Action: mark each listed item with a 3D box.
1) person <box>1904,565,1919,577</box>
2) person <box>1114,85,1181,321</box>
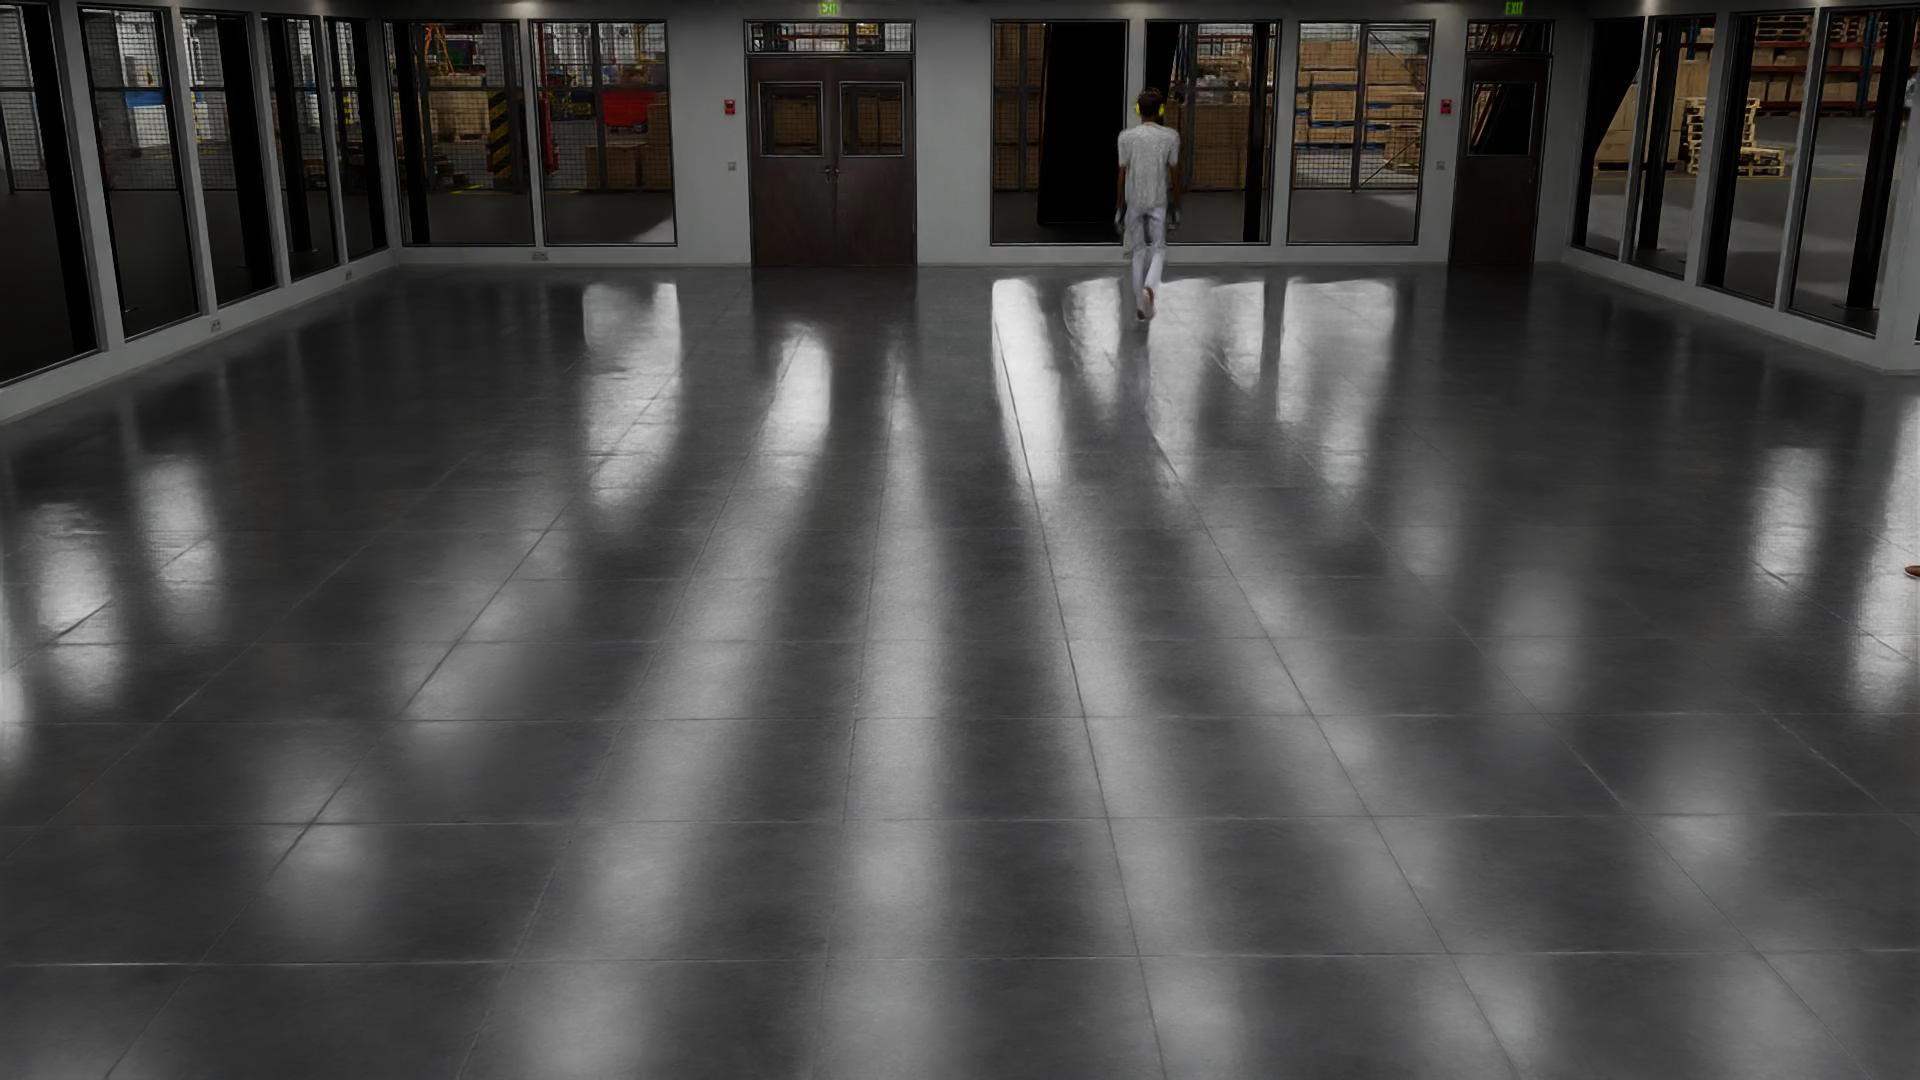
[{"bbox_3d":[4.041,-0.573,6.531,0.286,1.633,0.500,4,17,13],"label":"person"},{"bbox_3d":[1.485,-2.649,13.208,0.542,1.857,0.527,4,17,13],"label":"person"}]
